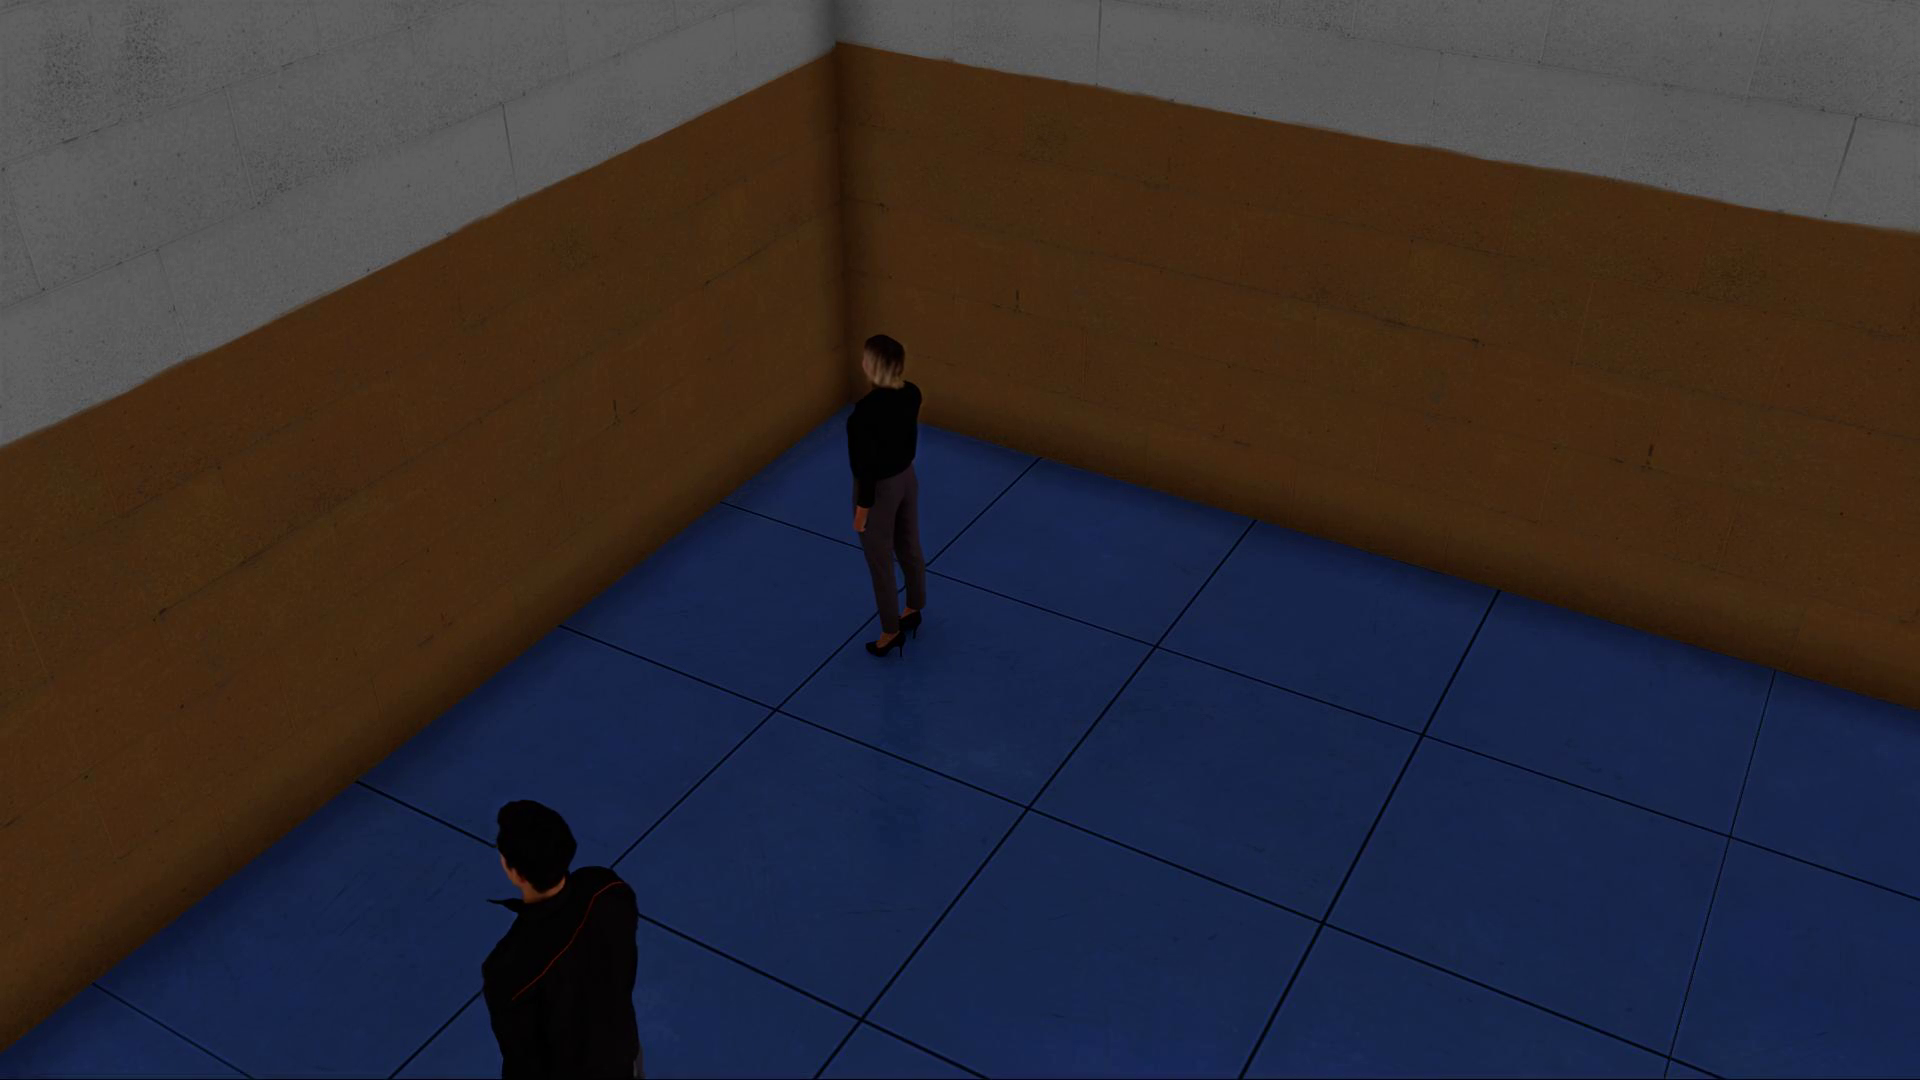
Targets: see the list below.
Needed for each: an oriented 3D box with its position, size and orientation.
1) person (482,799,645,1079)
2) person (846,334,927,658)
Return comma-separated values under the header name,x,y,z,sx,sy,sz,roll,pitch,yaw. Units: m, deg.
name,x,y,z,sx,sy,sz,roll,pitch,yaw
person,-1.121,1.521,4.912,0.757,1.946,0.520,16,37,23
person,-0.330,-0.188,7.730,0.668,1.670,0.486,20,39,27
